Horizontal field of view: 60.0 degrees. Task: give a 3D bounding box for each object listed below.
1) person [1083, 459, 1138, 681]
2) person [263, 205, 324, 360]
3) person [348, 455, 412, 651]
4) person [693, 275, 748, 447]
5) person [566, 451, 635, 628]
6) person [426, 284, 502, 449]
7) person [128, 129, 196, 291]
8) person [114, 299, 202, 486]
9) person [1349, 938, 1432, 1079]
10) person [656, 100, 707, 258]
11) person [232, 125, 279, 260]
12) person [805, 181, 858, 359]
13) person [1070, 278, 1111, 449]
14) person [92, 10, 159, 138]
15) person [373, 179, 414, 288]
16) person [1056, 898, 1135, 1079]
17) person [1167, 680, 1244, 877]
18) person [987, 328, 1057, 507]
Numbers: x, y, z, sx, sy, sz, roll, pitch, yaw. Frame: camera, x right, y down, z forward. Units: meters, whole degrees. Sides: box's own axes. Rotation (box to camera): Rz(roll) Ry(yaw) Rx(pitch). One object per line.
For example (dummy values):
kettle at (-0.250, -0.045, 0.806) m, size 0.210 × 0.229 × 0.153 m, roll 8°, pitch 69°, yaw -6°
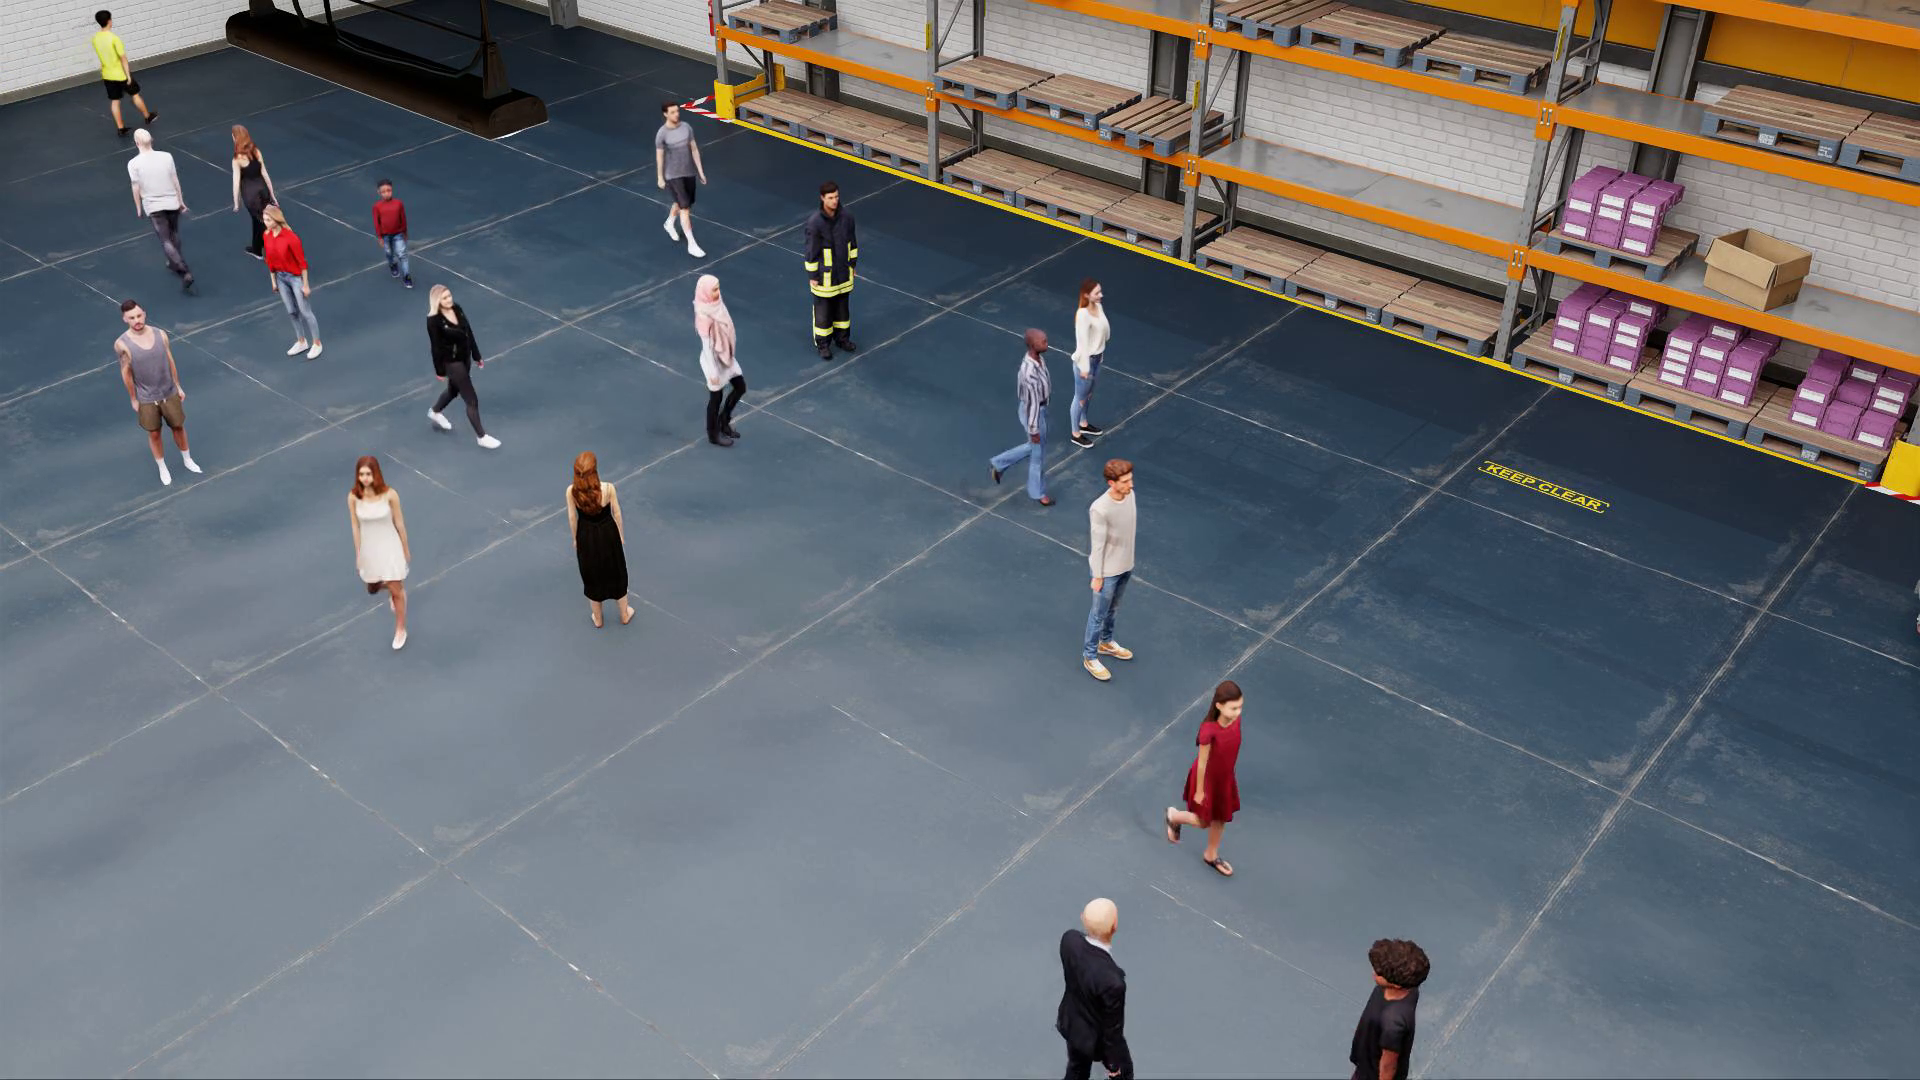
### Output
person at (1.168, 0.185, 12.889) m, size 0.561 × 1.902 × 0.671 m, roll 22°, pitch 40°, yaw 30°
person at (-7.007, -2.718, 17.435) m, size 0.588 × 1.704 × 0.748 m, roll 10°, pitch 35°, yaw 15°
person at (-4.611, 0.030, 13.304) m, size 0.883 × 1.700 × 0.942 m, roll -3°, pitch 34°, yaw -4°
person at (-2.394, -1.694, 15.816) m, size 0.781 × 1.791 × 0.761 m, roll 8°, pitch 34°, yaw 11°
person at (-2.925, -0.002, 13.420) m, size 0.670 × 1.624 × 0.725 m, roll -4°, pitch 34°, yaw -7°
person at (-4.898, -1.691, 15.940) m, size 1.210 × 1.648 × 0.845 m, roll 13°, pitch 36°, yaw 18°
person at (-9.020, -3.731, 18.866) m, size 1.219 × 1.806 × 0.708 m, roll 27°, pitch 42°, yaw 34°
person at (-7.453, -1.385, 15.414) m, size 0.662 × 1.845 × 0.620 m, roll -26°, pitch 42°, yaw -33°
person at (2.354, 2.822, 9.049) m, size 1.125 × 1.760 × 0.875 m, roll 12°, pitch 35°, yaw 17°
person at (-3.390, -4.365, 19.781) m, size 1.179 × 1.850 × 0.712 m, roll 29°, pitch 43°, yaw 36°
person at (-8.065, -3.905, 19.225) m, size 1.189 × 1.698 × 0.765 m, roll 15°, pitch 37°, yaw 22°
person at (-1.354, -2.863, 17.450) m, size 0.852 × 1.928 × 0.772 m, roll -21°, pitch 39°, yaw -28°
person at (1.220, -1.718, 15.942) m, size 0.627 × 1.692 × 0.667 m, roll 15°, pitch 36°, yaw 21°
person at (-11.740, -6.434, 23.046) m, size 1.007 × 1.681 × 0.999 m, roll 3°, pitch 34°, yaw 4°
person at (-6.549, -3.560, 19.113) m, size 0.761 × 1.249 × 0.924 m, roll -11°, pitch 35°, yaw -16°
person at (0.668, 2.725, 9.181) m, size 0.870 × 1.776 × 0.818 m, roll -22°, pitch 39°, yaw -29°
person at (1.653, 1.551, 11.158) m, size 0.645 × 1.543 × 0.848 m, roll -24°, pitch 40°, yaw -31°
person at (0.578, -1.083, 14.907) m, size 1.002 × 1.779 × 0.887 m, roll 5°, pitch 34°, yaw 7°
